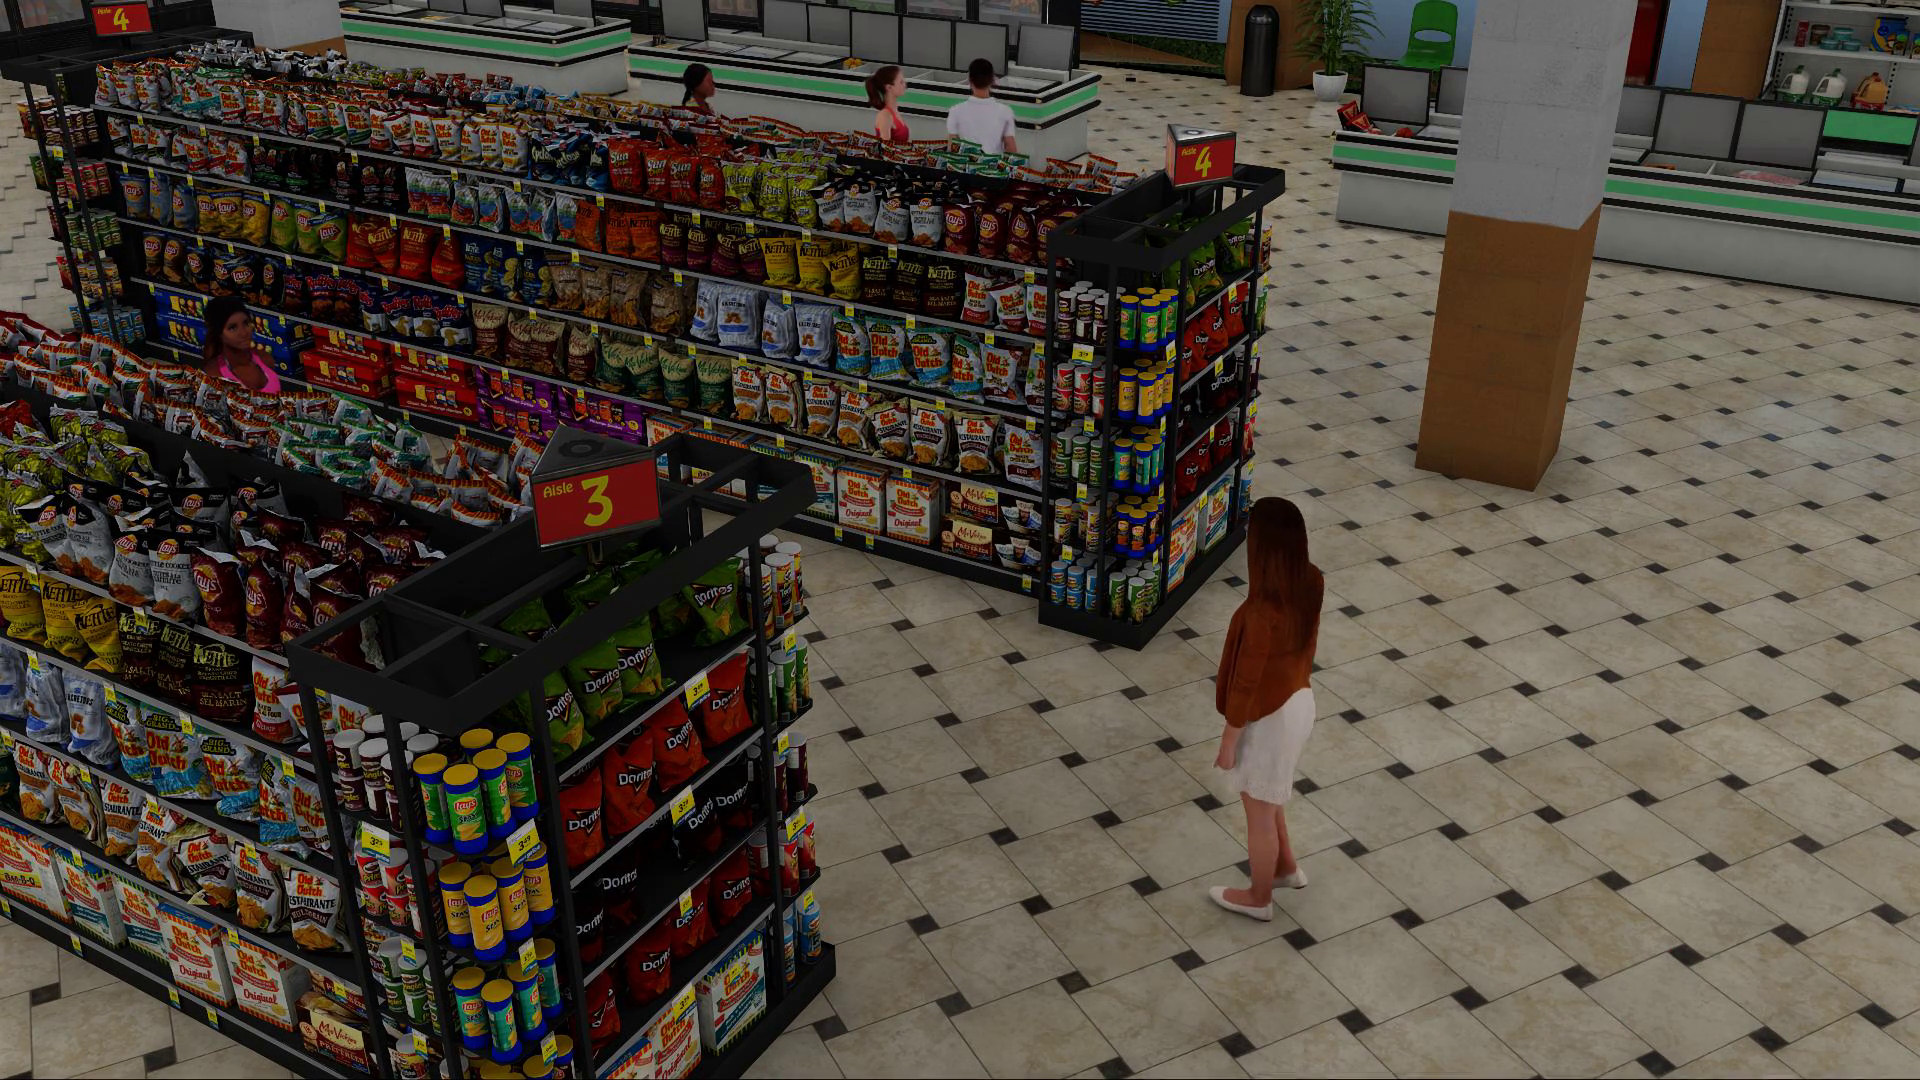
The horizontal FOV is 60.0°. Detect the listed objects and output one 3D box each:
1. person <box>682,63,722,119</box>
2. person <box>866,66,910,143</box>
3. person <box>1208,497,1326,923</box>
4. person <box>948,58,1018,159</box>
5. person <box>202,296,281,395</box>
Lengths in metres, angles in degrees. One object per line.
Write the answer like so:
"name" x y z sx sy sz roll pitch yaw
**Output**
"person" -1.959 -2.569 12.174 1.111 1.768 0.750 7 28 14
"person" -0.500 -2.613 12.279 0.677 1.753 0.654 1 27 2
"person" 1.171 0.654 5.878 0.647 1.715 0.651 19 32 32
"person" 0.162 -2.478 11.916 0.819 1.840 0.893 -3 27 -5
"person" -3.295 -0.321 7.793 0.545 1.722 0.554 16 31 29
